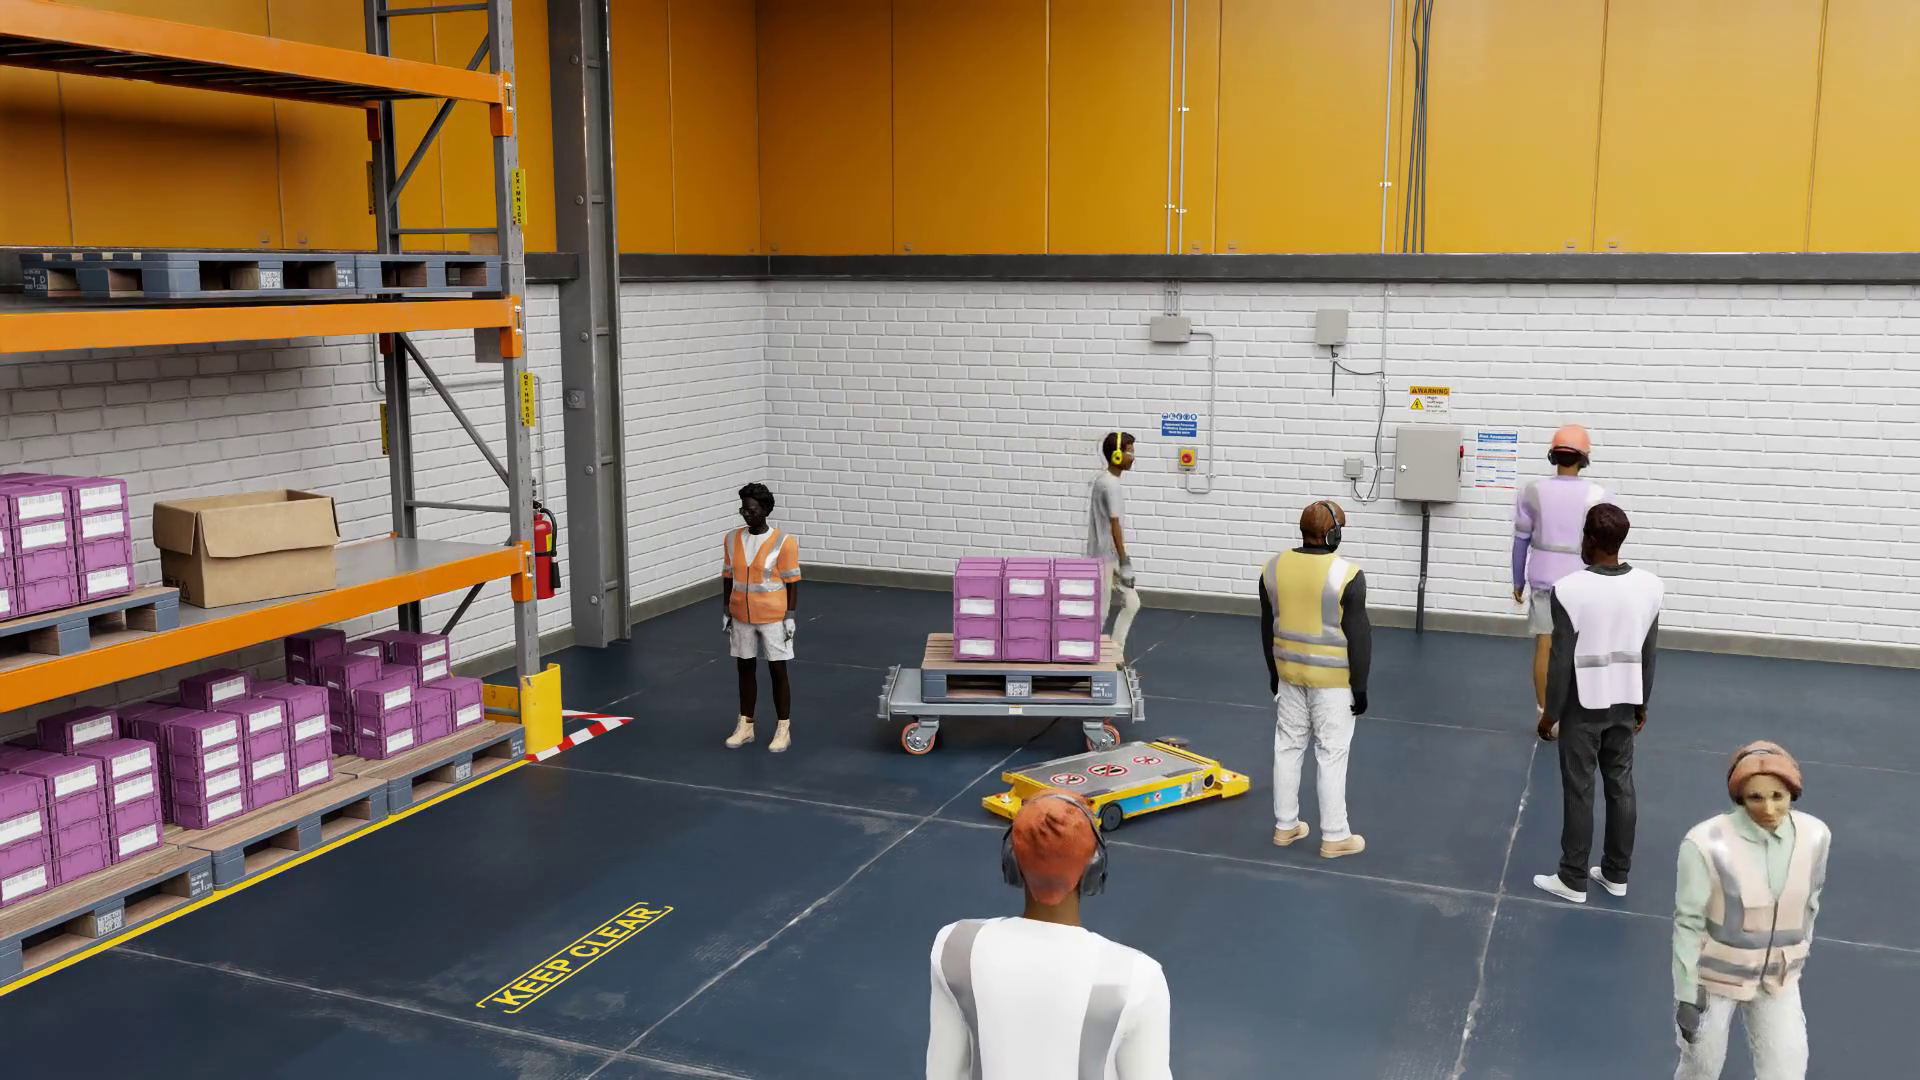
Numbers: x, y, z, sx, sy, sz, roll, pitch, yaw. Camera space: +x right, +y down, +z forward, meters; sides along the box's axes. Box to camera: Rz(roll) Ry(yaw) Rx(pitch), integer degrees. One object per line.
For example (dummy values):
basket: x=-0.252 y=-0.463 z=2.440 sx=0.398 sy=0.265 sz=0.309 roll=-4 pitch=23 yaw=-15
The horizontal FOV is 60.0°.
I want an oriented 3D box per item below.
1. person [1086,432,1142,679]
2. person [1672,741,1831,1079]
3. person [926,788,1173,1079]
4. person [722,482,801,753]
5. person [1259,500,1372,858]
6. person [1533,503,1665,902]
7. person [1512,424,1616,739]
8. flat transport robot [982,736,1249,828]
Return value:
person: x=1.134 y=0.150 z=11.975 sx=0.618 sy=1.849 sz=0.539 roll=1 pitch=9 yaw=7
person: x=2.427 y=1.384 z=5.189 sx=0.532 sy=1.608 sz=0.614 roll=-1 pitch=9 yaw=-5
person: x=0.212 y=1.482 z=3.779 sx=0.584 sy=1.883 sz=0.347 roll=4 pitch=10 yaw=23
person: x=-1.256 y=0.482 z=10.400 sx=0.541 sy=1.695 sz=0.315 roll=4 pitch=10 yaw=22
person: x=1.849 y=0.709 z=8.591 sx=0.624 sy=1.844 sz=0.429 roll=9 pitch=13 yaw=44
person: x=3.046 y=0.778 z=7.937 sx=0.592 sy=1.920 sz=0.392 roll=-3 pitch=10 yaw=-17
person: x=3.939 y=0.249 z=10.846 sx=0.642 sy=2.013 sz=0.853 roll=5 pitch=11 yaw=28
flat transport robot: x=0.886 y=1.368 z=9.342 sx=1.431 sy=0.197 sz=0.652 roll=-7 pitch=12 yaw=-35
